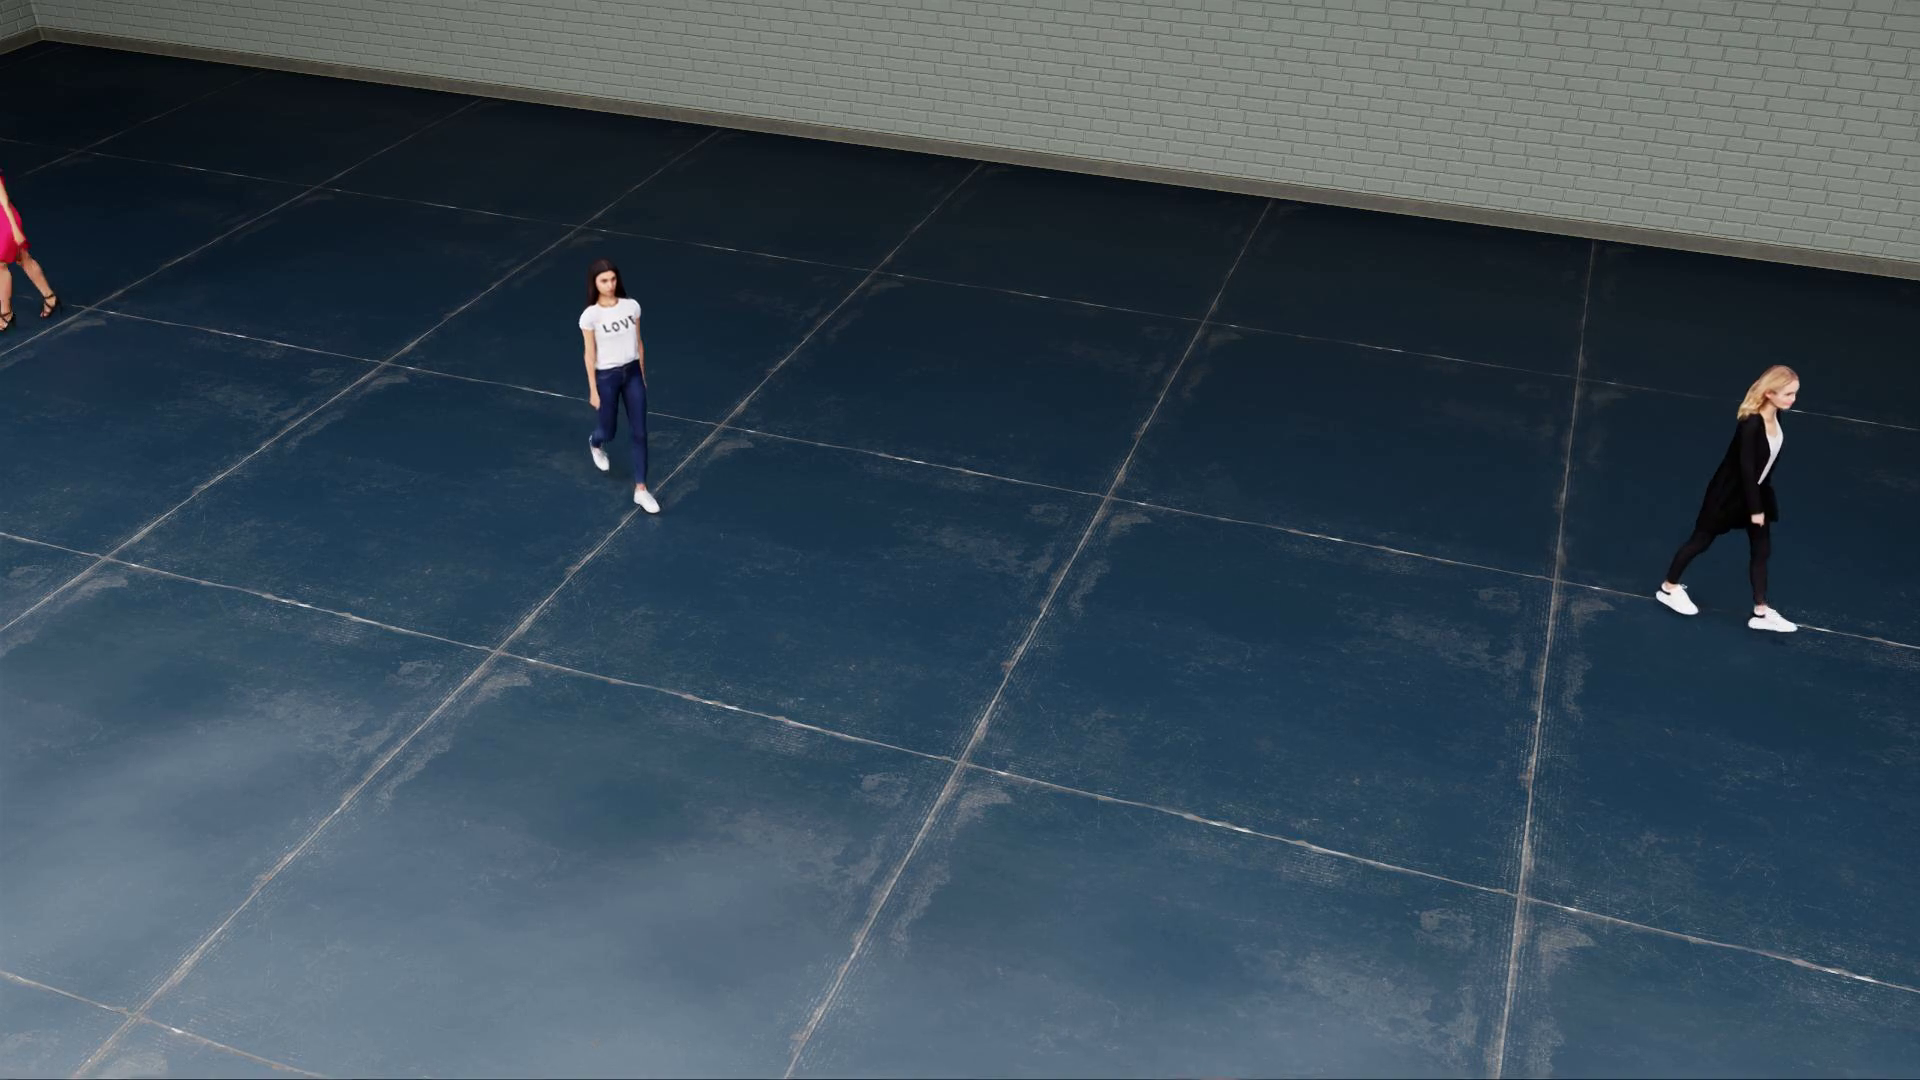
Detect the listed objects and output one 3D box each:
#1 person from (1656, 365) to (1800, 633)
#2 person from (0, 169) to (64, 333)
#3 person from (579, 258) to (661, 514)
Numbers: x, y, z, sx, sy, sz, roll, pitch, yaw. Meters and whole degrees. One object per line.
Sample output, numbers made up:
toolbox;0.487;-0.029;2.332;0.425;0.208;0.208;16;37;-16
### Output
person;4.529;-0.275;9.936;1.079;1.767;1.002;-27;42;-35
person;-7.700;-2.587;13.546;0.926;1.707;0.786;-27;42;-35
person;-2.339;-1.066;11.167;1.080;1.749;1.029;-22;39;-30
